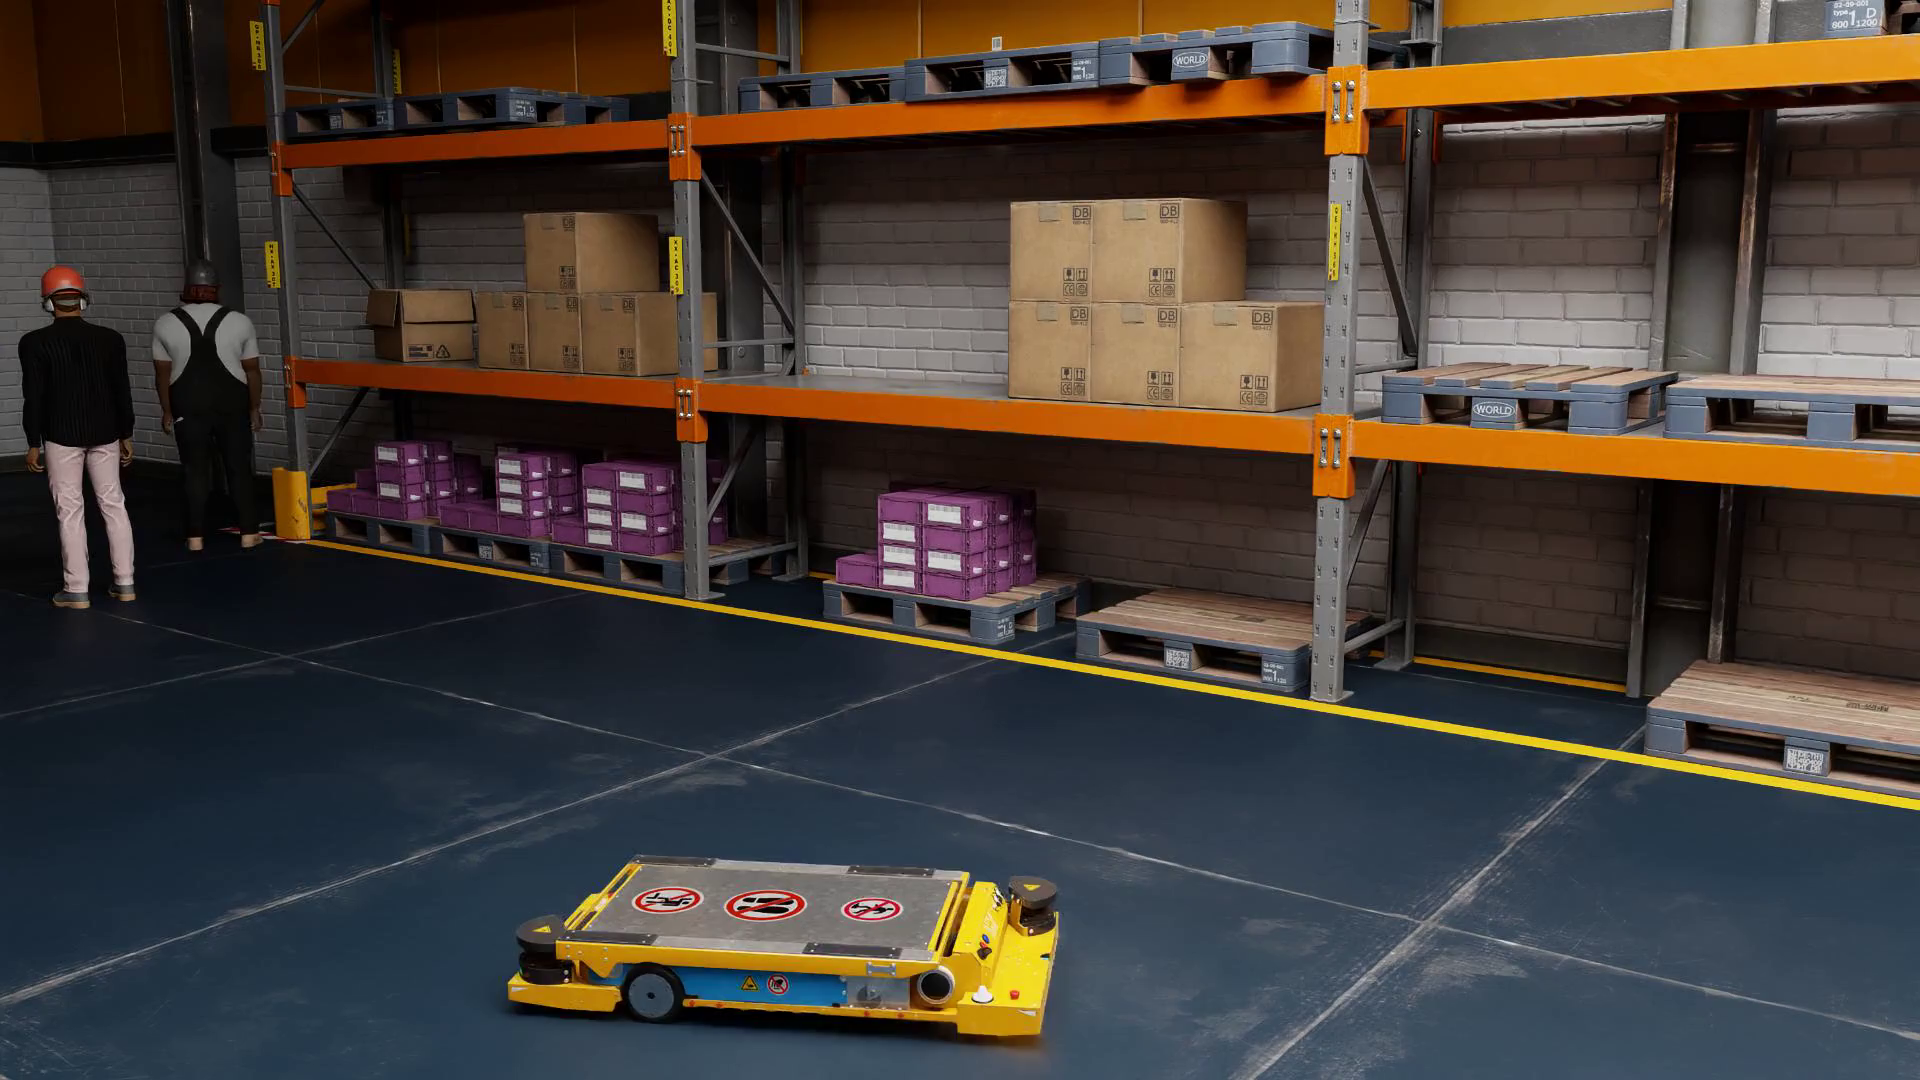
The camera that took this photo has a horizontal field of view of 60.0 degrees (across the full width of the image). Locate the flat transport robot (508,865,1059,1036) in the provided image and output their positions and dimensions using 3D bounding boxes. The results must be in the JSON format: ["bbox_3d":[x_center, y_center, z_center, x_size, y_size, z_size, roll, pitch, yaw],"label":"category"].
[{"bbox_3d":[-0.460,1.114,4.662,1.431,0.197,0.652,1,10,7],"label":"flat transport robot"}]

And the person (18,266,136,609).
[{"bbox_3d":[-5.168,-0.599,9.750,0.399,1.989,0.622,7,12,38],"label":"person"}]

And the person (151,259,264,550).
[{"bbox_3d":[-5.268,-0.952,11.710,0.694,2.000,0.536,-3,10,-19],"label":"person"}]
